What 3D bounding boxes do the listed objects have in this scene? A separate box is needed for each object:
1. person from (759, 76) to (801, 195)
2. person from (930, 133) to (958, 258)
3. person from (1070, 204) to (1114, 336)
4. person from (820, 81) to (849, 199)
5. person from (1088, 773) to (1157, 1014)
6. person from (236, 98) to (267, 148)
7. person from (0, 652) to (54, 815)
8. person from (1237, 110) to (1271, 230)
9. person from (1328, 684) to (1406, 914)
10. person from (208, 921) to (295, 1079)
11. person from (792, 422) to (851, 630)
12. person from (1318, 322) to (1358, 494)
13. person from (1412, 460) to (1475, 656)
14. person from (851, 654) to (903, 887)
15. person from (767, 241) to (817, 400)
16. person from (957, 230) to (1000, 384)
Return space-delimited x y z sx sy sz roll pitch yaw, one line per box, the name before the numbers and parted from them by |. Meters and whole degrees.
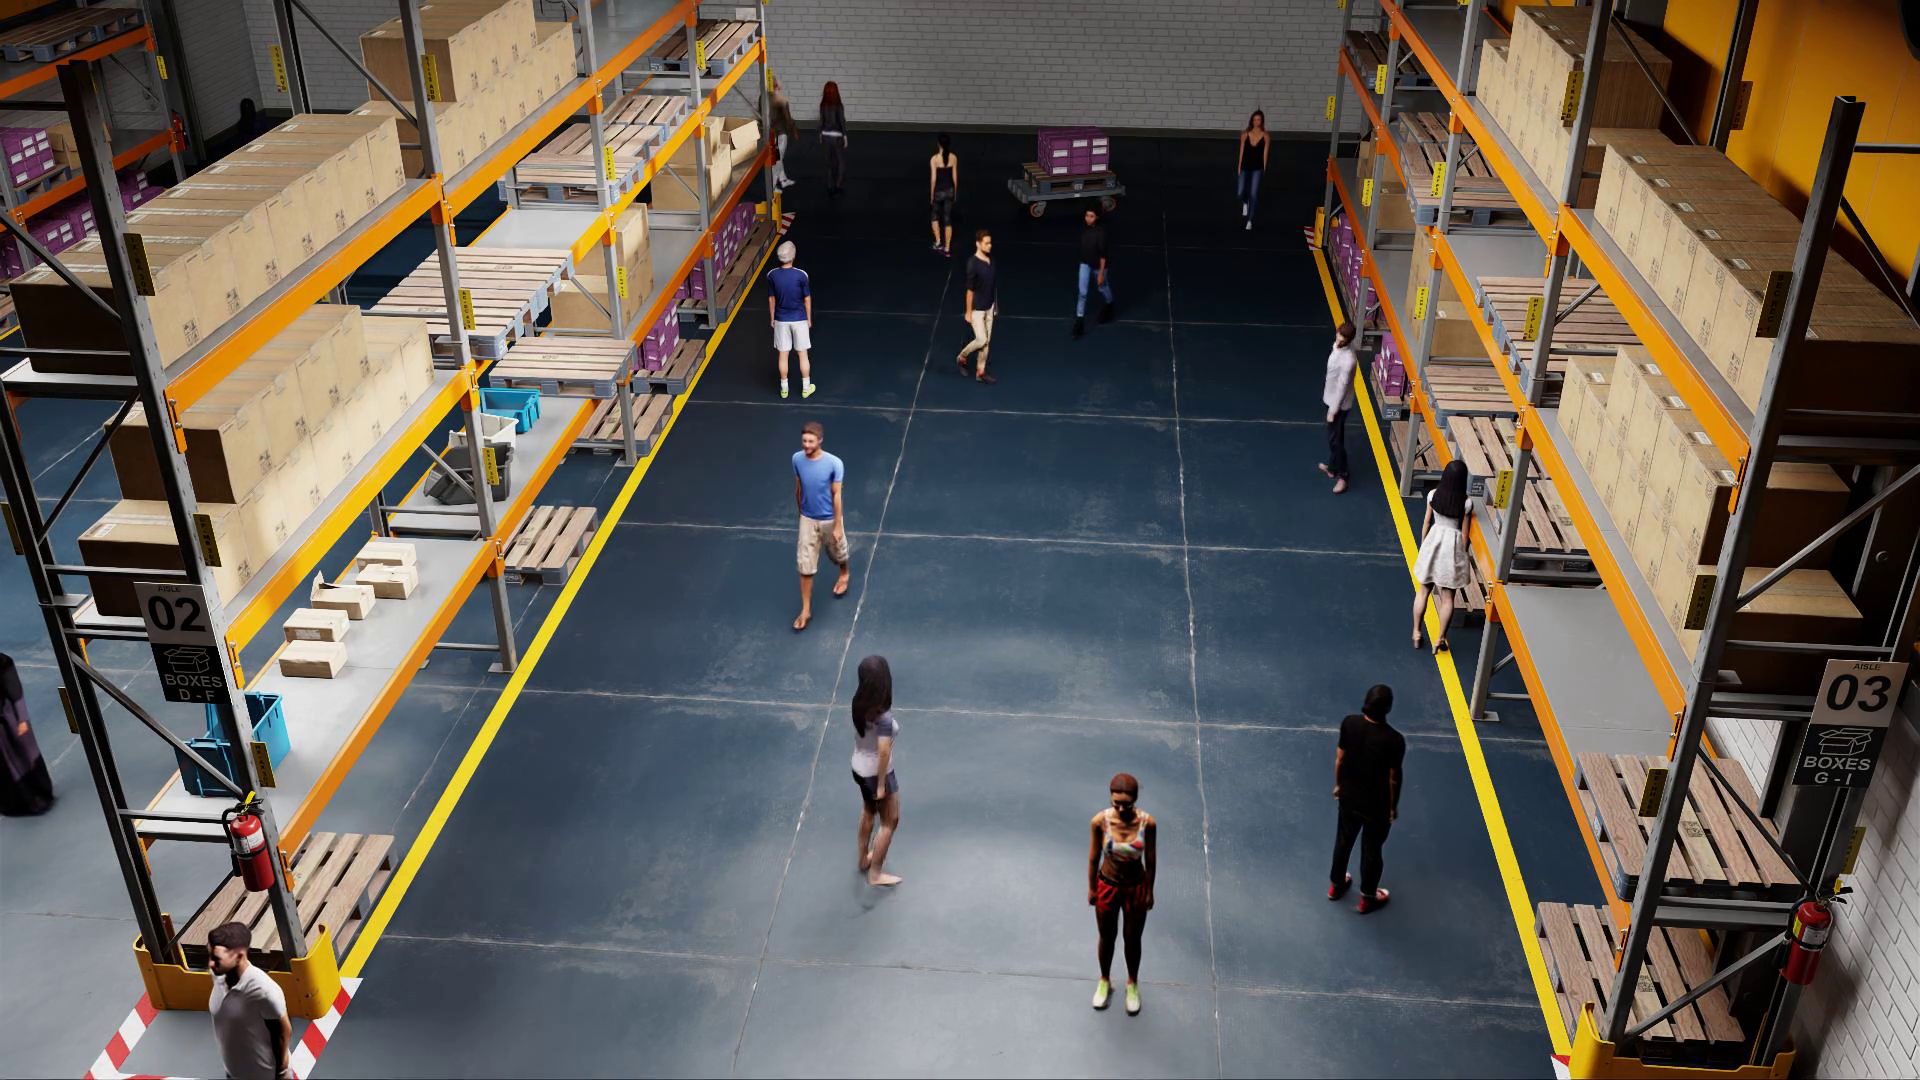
person | -2.876 -6.251 25.816 1.039 1.794 1.135 21 35 33
person | -0.201 -4.789 23.218 0.734 1.715 0.813 -11 31 -19
person | 1.707 -3.400 20.762 0.985 1.629 1.278 21 35 33
person | -1.991 -6.137 25.649 0.736 1.753 0.715 11 31 20
person | 1.010 2.174 10.380 0.560 1.785 0.512 3 29 5
person | -10.559 -5.744 24.953 0.608 1.729 0.539 5 29 9
person | -7.043 1.274 12.207 0.631 1.615 0.615 5 29 10
person | 4.303 -5.483 24.503 0.743 1.702 1.049 9 30 16
person | 2.738 1.731 11.219 0.722 1.758 0.758 23 36 36
person | -3.838 2.833 9.087 0.753 1.867 0.723 15 32 26
person | -1.191 -0.225 14.727 0.809 1.833 1.257 8 30 14
person | 3.880 -1.440 16.978 0.923 1.810 0.536 12 31 20
person | 4.106 0.139 14.127 0.776 1.769 0.799 19 34 30
person | -0.619 1.615 11.517 0.880 1.676 0.790 -10 30 -18
person | -1.925 -2.503 18.898 0.632 1.838 0.545 2 29 3
person | 0.173 -2.705 19.254 0.912 1.851 0.856 22 35 34
